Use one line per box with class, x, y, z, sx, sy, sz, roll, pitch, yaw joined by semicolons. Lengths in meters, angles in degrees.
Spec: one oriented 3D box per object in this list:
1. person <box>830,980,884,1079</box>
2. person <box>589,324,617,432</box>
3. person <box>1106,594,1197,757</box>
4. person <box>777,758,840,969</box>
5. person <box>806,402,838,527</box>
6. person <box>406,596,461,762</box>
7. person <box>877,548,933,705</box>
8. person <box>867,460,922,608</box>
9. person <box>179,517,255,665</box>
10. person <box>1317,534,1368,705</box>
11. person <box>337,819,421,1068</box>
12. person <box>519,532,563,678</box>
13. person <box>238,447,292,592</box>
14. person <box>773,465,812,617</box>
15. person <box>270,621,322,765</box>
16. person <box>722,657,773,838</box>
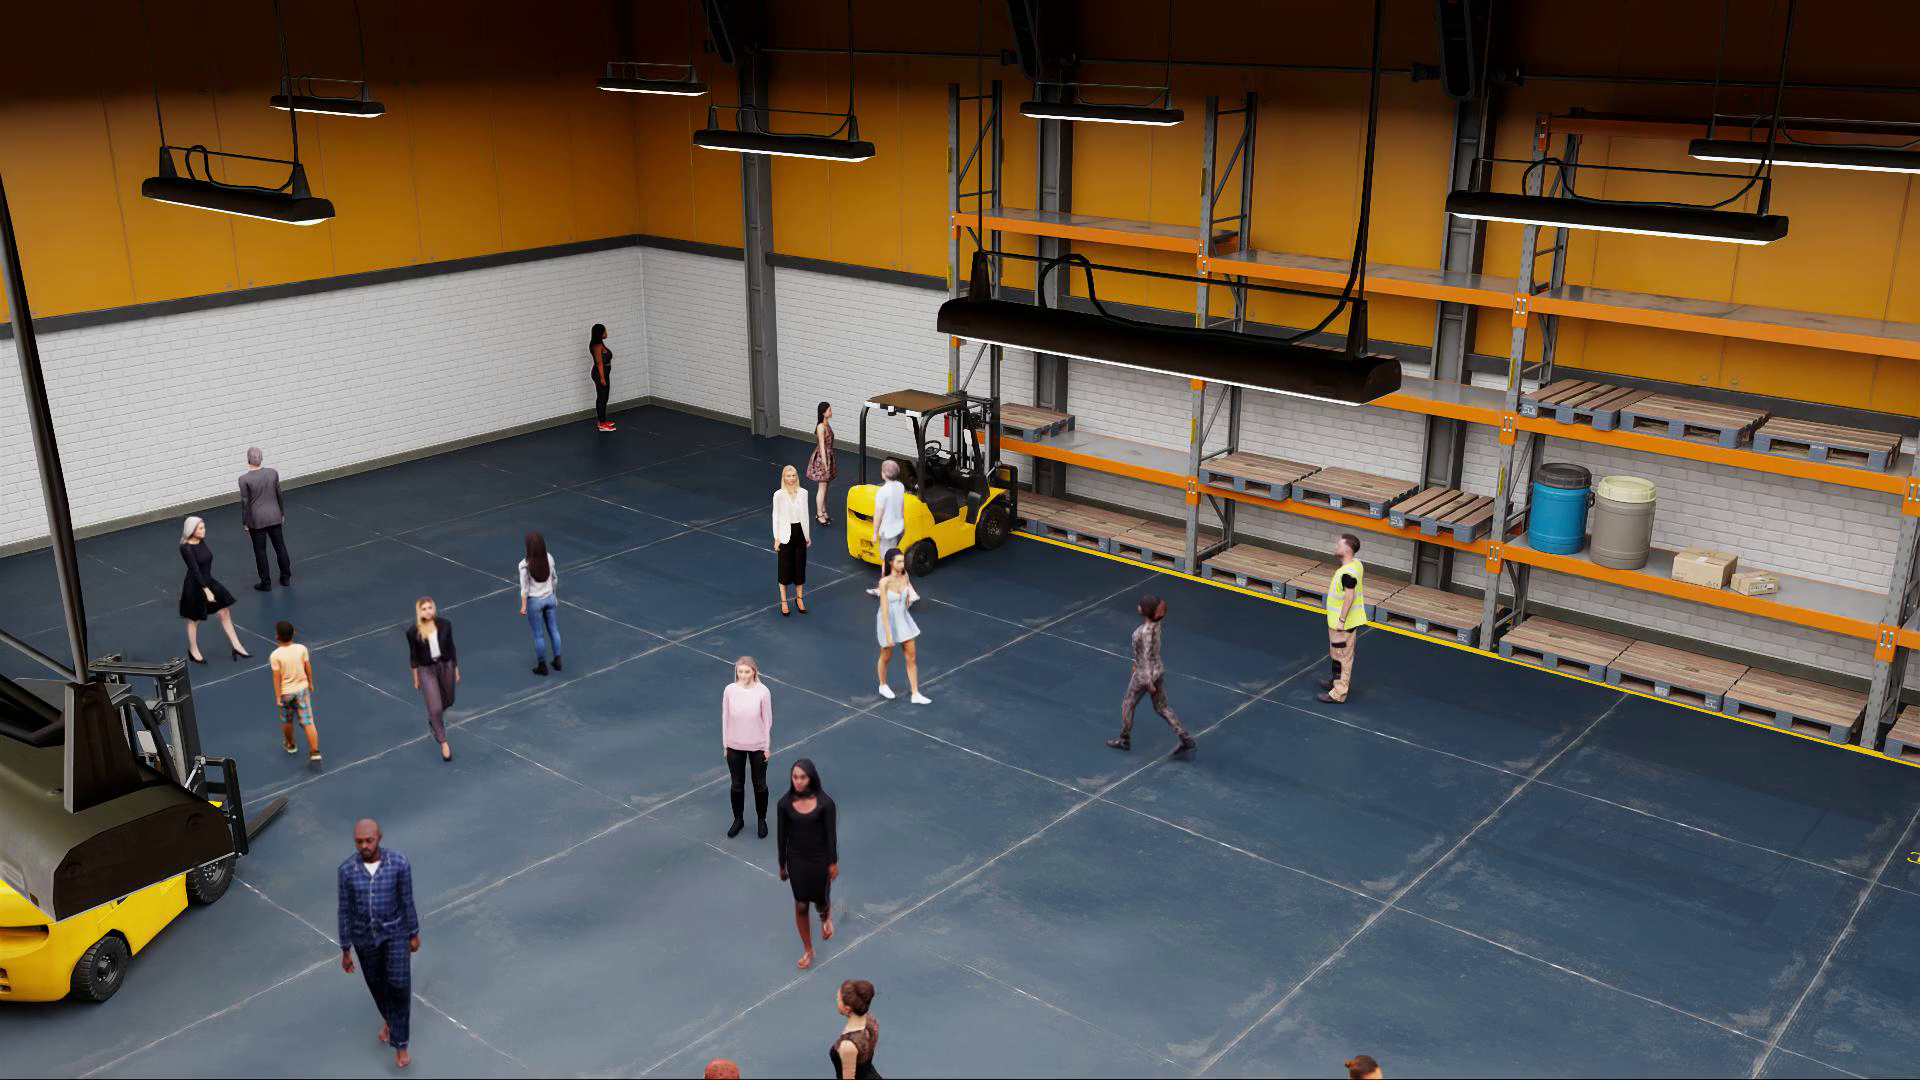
person;-0.543;3.430;10.105;1.166;1.638;0.775;9;21;24
person;-6.104;-2.789;28.294;0.842;1.816;0.744;-5;19;-15
person;1.928;1.349;16.222;1.174;1.678;0.762;9;20;24
person;-1.148;2.459;12.874;0.818;1.710;0.866;2;19;7
person;-1.893;-1.073;23.263;0.847;1.773;0.801;1;19;4
person;-5.166;1.323;16.352;0.786;1.645;1.055;-12;22;-31
person;-0.761;0.891;17.544;0.685;1.702;0.979;-15;24;-38
person;-0.782;-0.057;20.204;1.146;1.800;0.706;13;22;33
person;-8.496;0.585;18.420;1.067;1.722;0.928;2;19;6
person;4.045;0.808;17.563;0.848;1.847;0.813;6;19;16
person;-4.127;2.762;11.843;0.992;1.794;1.084;-3;19;-10
person;-4.597;0.687;18.260;0.501;1.632;0.603;16;24;39
person;-8.709;-0.280;20.800;0.590;1.842;0.702;16;24;39
person;-2.011;0.006;19.927;0.691;1.858;0.659;-9;21;-25
person;-6.441;1.498;16.154;0.678;1.439;1.029;-14;23;-35
person;-1.888;1.823;14.797;0.661;1.688;0.745;1;19;3
